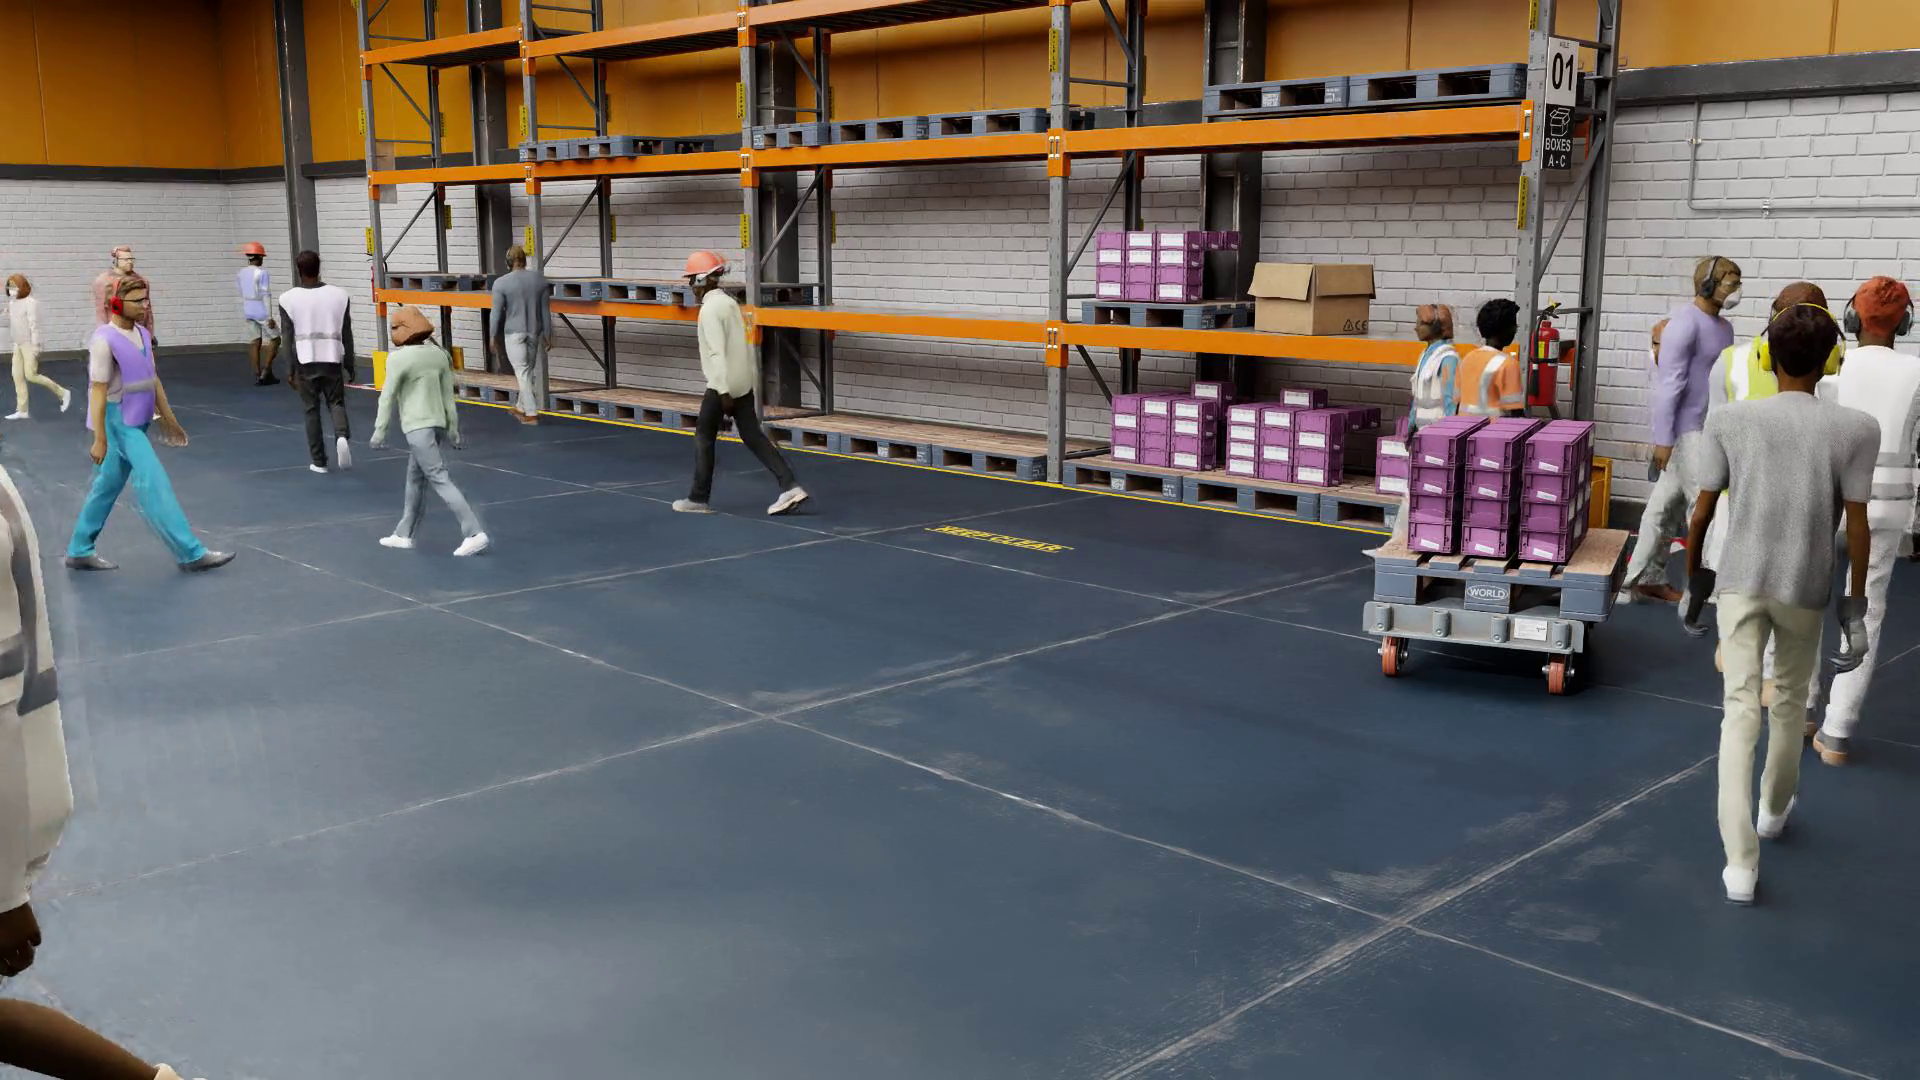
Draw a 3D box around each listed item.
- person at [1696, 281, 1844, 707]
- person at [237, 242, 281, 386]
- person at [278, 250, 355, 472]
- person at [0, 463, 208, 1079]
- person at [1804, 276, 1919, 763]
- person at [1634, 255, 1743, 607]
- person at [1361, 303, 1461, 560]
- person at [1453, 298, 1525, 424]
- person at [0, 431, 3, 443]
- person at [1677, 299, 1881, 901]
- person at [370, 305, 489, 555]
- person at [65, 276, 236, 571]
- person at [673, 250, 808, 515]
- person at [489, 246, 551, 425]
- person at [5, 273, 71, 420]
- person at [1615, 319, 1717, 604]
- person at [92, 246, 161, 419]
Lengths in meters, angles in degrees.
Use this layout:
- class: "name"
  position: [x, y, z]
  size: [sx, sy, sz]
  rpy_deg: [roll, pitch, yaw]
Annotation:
- class: "person"
  position: [3.538, -0.202, 7.218]
  size: [0.637, 1.829, 0.505]
  rpy_deg: [5, 11, 25]
- class: "person"
  position: [-9.439, -3.045, 22.451]
  size: [0.581, 1.925, 0.437]
  rpy_deg: [5, 12, 26]
- class: "person"
  position: [-5.412, -1.495, 14.072]
  size: [0.609, 1.905, 0.646]
  rpy_deg: [-7, 12, -33]
- class: "person"
  position: [-1.708, 0.480, 2.979]
  size: [0.632, 2.025, 0.626]
  rpy_deg: [-7, 12, -32]
- class: "person"
  position: [3.500, -0.095, 6.536]
  size: [0.623, 1.859, 0.707]
  rpy_deg: [4, 11, 20]
- class: "person"
  position: [4.051, -0.541, 8.849]
  size: [0.864, 1.904, 0.645]
  rpy_deg: [10, 14, 42]
- class: "person"
  position: [2.823, -0.631, 10.172]
  size: [0.812, 1.602, 0.542]
  rpy_deg: [0, 10, 1]
- class: "person"
  position: [3.064, -0.516, 9.380]
  size: [0.806, 1.666, 0.544]
  rpy_deg: [-1, 10, -8]
- class: "person"
  position: [-6.315, -0.724, 10.348]
  size: [0.885, 1.730, 0.524]
  rpy_deg: [3, 11, 16]
- class: "person"
  position: [2.579, 0.159, 5.275]
  size: [0.549, 1.816, 0.949]
  rpy_deg: [5, 12, 27]
- class: "person"
  position: [-3.389, -0.698, 10.590]
  size: [0.876, 1.588, 0.510]
  rpy_deg: [4, 11, 20]
- class: "person"
  position: [-4.954, -0.675, 9.950]
  size: [1.026, 1.790, 0.568]
  rpy_deg: [-2, 11, -8]
- class: "person"
  position: [-1.599, -1.121, 12.000]
  size: [1.012, 1.934, 0.623]
  rpy_deg: [3, 11, 17]
- class: "person"
  position: [-4.765, -2.200, 17.913]
  size: [0.653, 1.902, 0.840]
  rpy_deg: [-10, 14, -43]
- class: "person"
  position: [-10.274, -2.149, 18.416]
  size: [0.514, 1.609, 0.614]
  rpy_deg: [7, 12, 33]
- class: "person"
  position: [3.932, -0.412, 9.051]
  size: [0.867, 1.587, 0.526]
  rpy_deg: [4, 11, 20]
- class: "person"
  position: [-9.060, -2.242, 18.137]
  size: [0.409, 1.905, 0.651]
  rpy_deg: [6, 12, 29]
